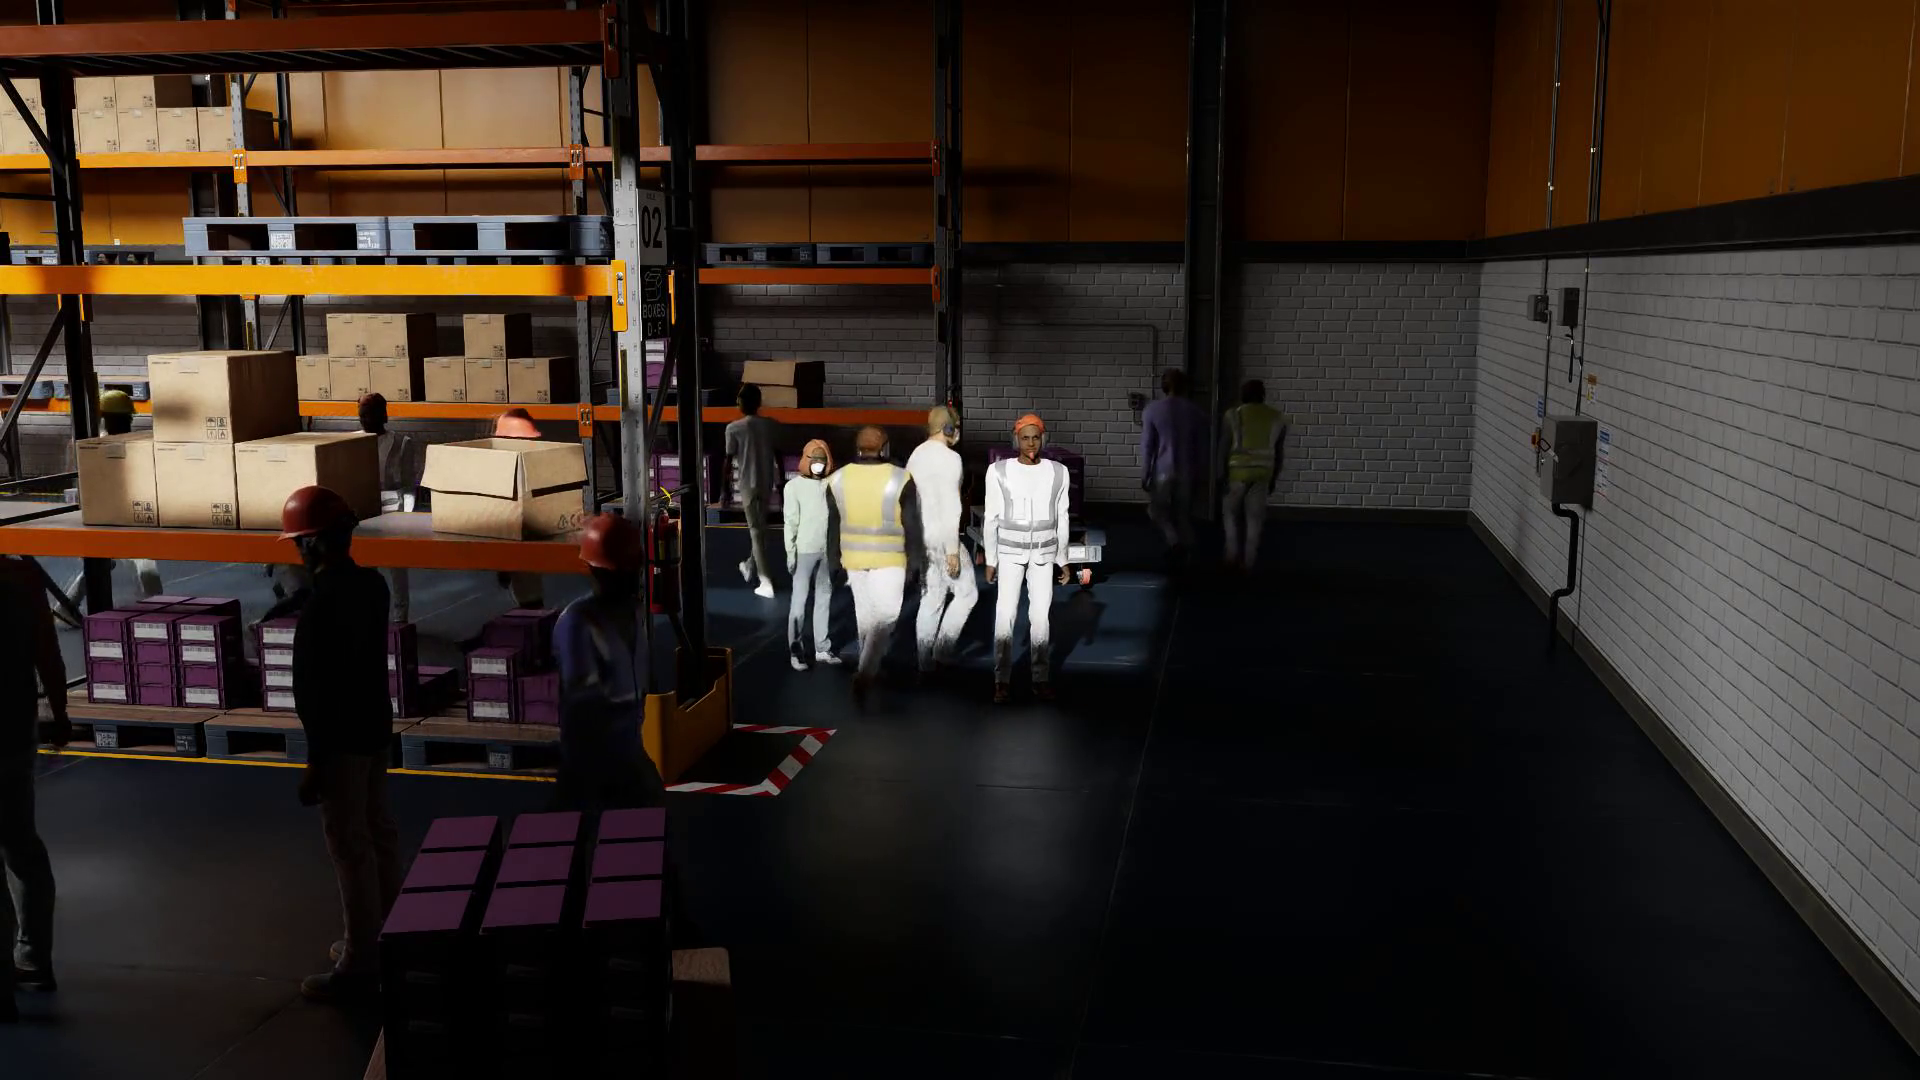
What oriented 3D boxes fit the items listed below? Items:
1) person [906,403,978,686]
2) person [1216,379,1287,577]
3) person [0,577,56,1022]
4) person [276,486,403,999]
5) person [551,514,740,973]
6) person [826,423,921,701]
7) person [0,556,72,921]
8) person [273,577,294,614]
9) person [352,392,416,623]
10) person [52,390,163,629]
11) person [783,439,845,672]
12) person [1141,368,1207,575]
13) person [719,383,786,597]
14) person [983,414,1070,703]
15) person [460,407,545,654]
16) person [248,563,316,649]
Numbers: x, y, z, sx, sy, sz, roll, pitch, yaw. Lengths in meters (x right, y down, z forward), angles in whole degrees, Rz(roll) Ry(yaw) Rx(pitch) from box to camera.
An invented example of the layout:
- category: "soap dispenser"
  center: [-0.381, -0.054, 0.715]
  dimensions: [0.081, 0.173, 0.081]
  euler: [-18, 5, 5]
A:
- category: "person"
  center: [-0.130, 0.036, 11.253]
  dimensions: [0.481, 1.913, 0.655]
  euler: [-5, 10, -28]
- category: "person"
  center: [2.666, -0.576, 15.369]
  dimensions: [0.655, 1.812, 0.520]
  euler: [-1, 9, -7]
- category: "person"
  center: [-3.677, 0.836, 6.214]
  dimensions: [0.370, 1.940, 0.627]
  euler: [1, 9, 5]
- category: "person"
  center: [-2.399, 0.775, 6.447]
  dimensions: [0.393, 1.985, 0.611]
  euler: [0, 9, 1]
- category: "person"
  center: [-1.396, 0.814, 6.556]
  dimensions: [1.013, 1.872, 0.554]
  euler: [4, 10, 23]
- category: "person"
  center: [-0.595, 0.147, 10.920]
  dimensions: [0.650, 1.814, 0.829]
  euler: [3, 10, 21]
- category: "person"
  center: [-4.061, 0.722, 6.864]
  dimensions: [0.636, 1.961, 0.870]
  euler: [-1, 9, -4]
- category: "person"
  center: [-5.247, -0.213, 12.853]
  dimensions: [0.603, 1.902, 0.777]
  euler: [-7, 11, -36]
- category: "person"
  center: [-4.446, -0.186, 12.717]
  dimensions: [0.573, 1.887, 0.354]
  euler: [1, 9, 6]
- category: "person"
  center: [-6.665, -0.239, 13.056]
  dimensions: [0.955, 1.890, 0.601]
  euler: [-3, 10, -17]
- category: "person"
  center: [-1.015, 0.099, 11.730]
  dimensions: [0.503, 1.631, 0.283]
  euler: [-7, 12, -38]
- category: "person"
  center: [1.963, -0.620, 15.293]
  dimensions: [0.654, 1.921, 0.479]
  euler: [-2, 9, -14]
- category: "person"
  center: [-1.840, -0.452, 14.560]
  dimensions: [0.552, 1.819, 0.955]
  euler: [-5, 11, -30]
- category: "person"
  center: [0.435, 0.123, 10.808]
  dimensions: [0.573, 1.883, 0.353]
  euler: [-2, 9, -10]
- category: "person"
  center: [-2.989, 0.072, 11.025]
  dimensions: [0.696, 1.916, 0.554]
  euler: [1, 9, 8]
- category: "person"
  center: [-4.785, 0.075, 11.772]
  dimensions: [0.736, 1.666, 0.526]
  euler: [3, 10, 17]
